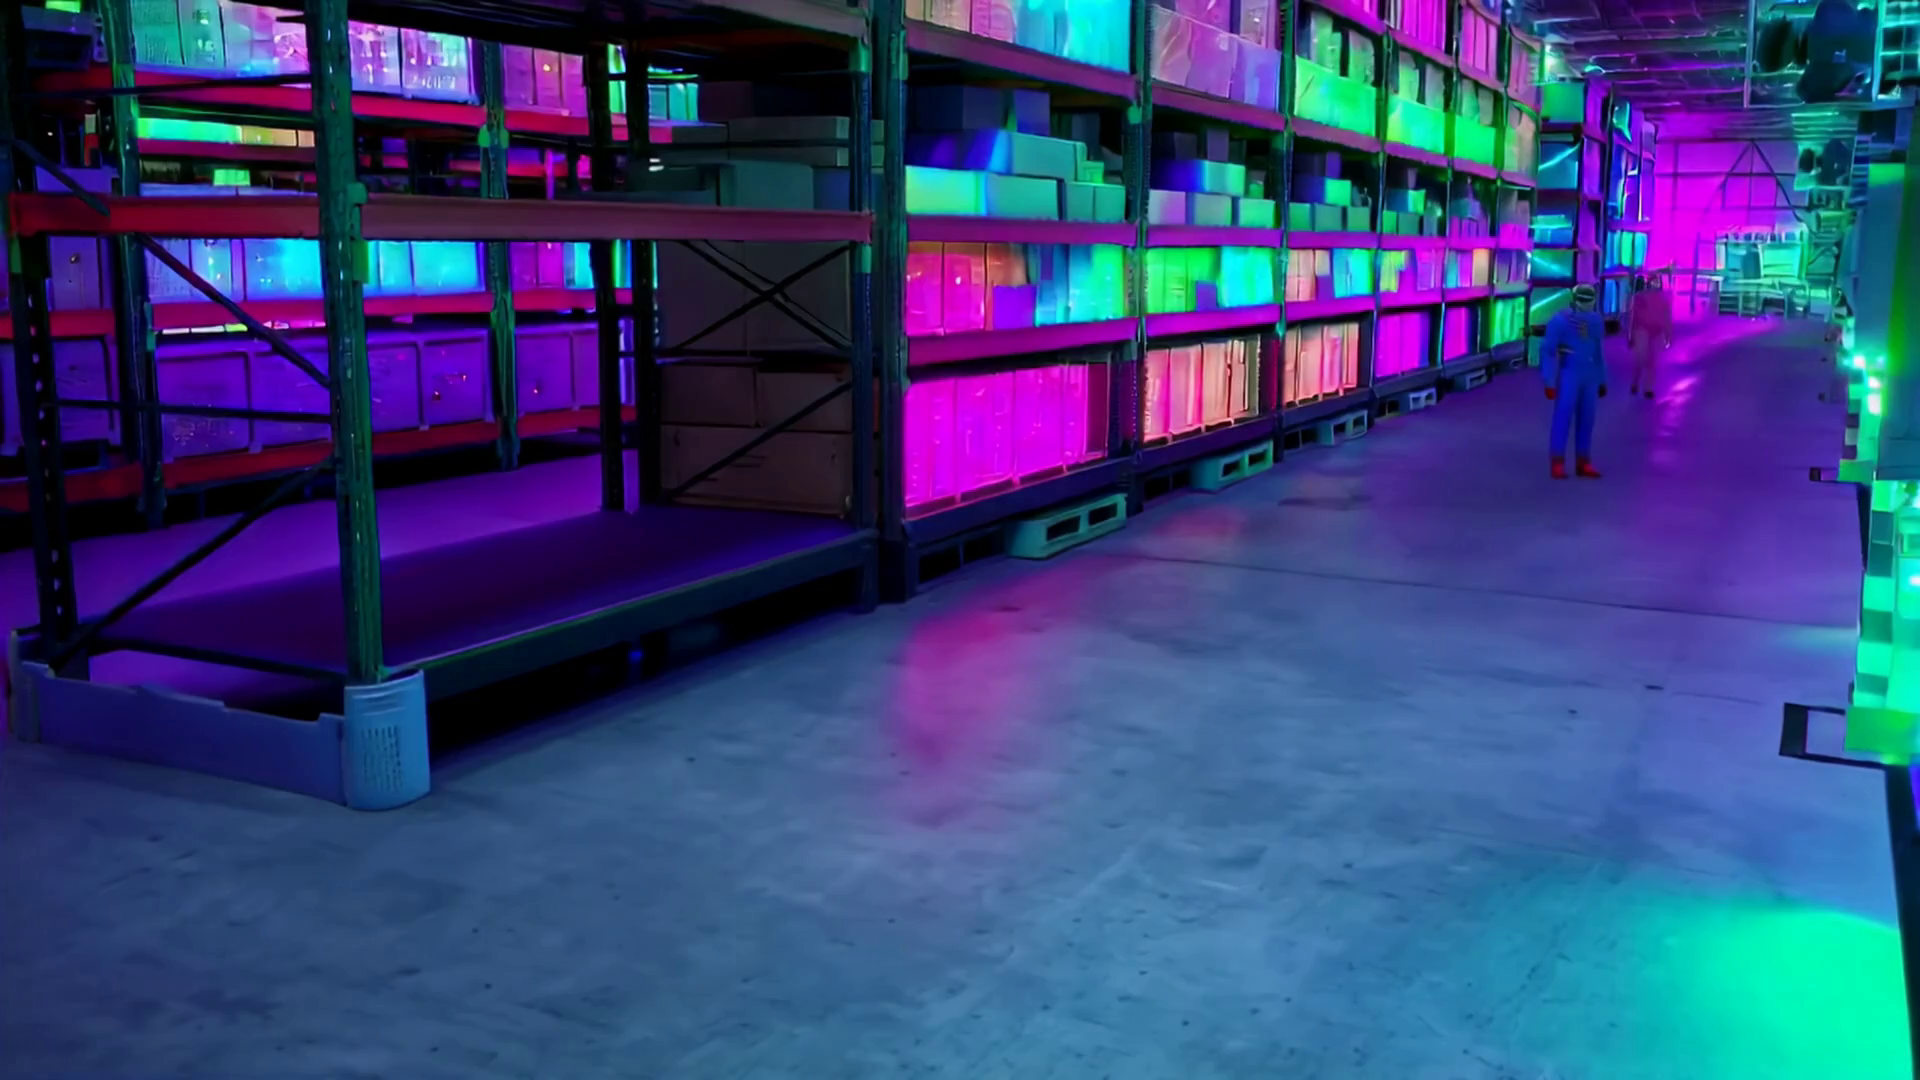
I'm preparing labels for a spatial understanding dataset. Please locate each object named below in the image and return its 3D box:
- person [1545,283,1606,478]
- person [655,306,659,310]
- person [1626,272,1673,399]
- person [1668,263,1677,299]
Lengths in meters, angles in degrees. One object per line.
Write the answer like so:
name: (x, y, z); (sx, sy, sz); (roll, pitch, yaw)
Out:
person: (5.978, -1.539, 16.123); (0.654, 1.894, 0.401); (-3, 10, -19)
person: (-4.795, -3.347, 26.496); (0.538, 1.929, 0.383); (-4, 11, -23)
person: (10.362, -3.077, 25.013); (0.663, 1.890, 0.589); (1, 10, 9)
person: (33.929, -12.332, 79.192); (0.541, 1.683, 0.320); (-7, 12, -36)
